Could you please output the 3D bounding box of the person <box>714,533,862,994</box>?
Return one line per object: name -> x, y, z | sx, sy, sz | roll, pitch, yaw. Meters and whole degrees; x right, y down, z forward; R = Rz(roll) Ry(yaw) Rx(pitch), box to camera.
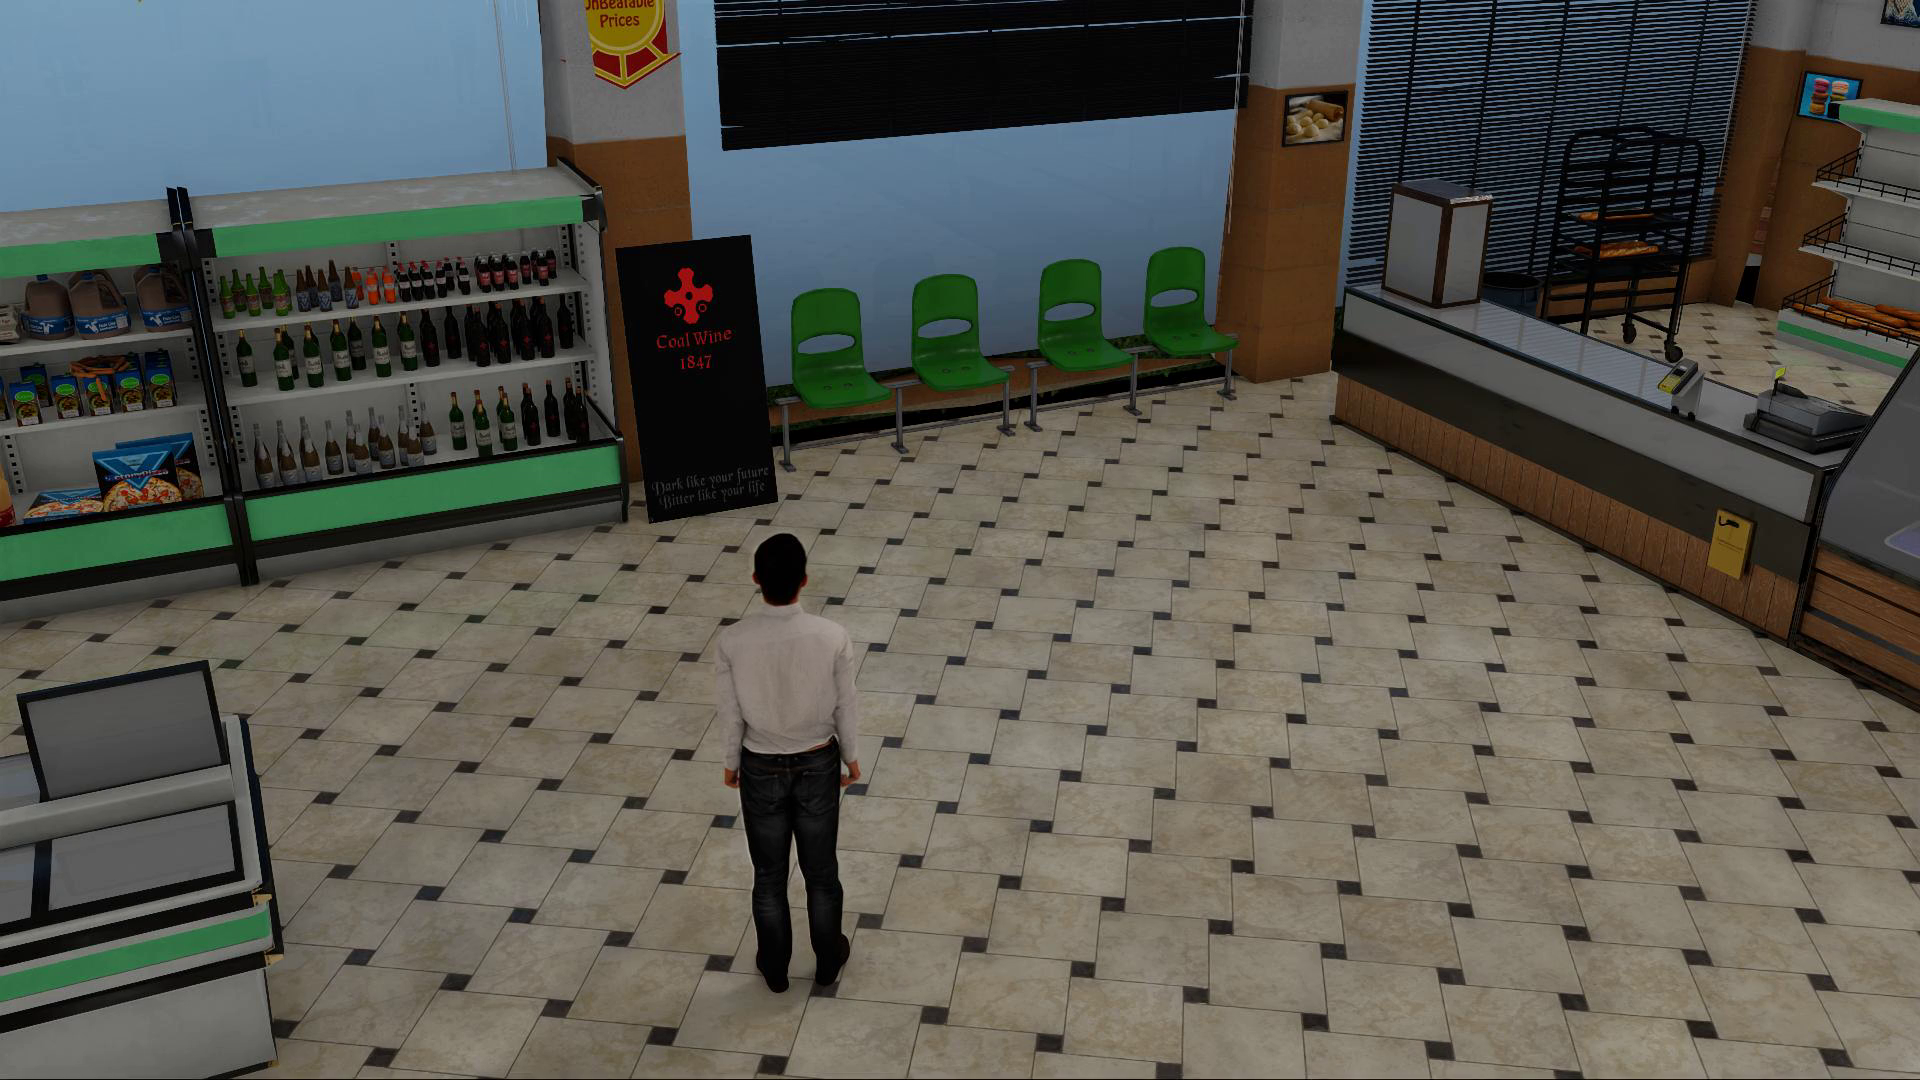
person -> -0.612, 0.822, 5.987 | 0.621, 1.811, 0.785 | -2, 24, -5
